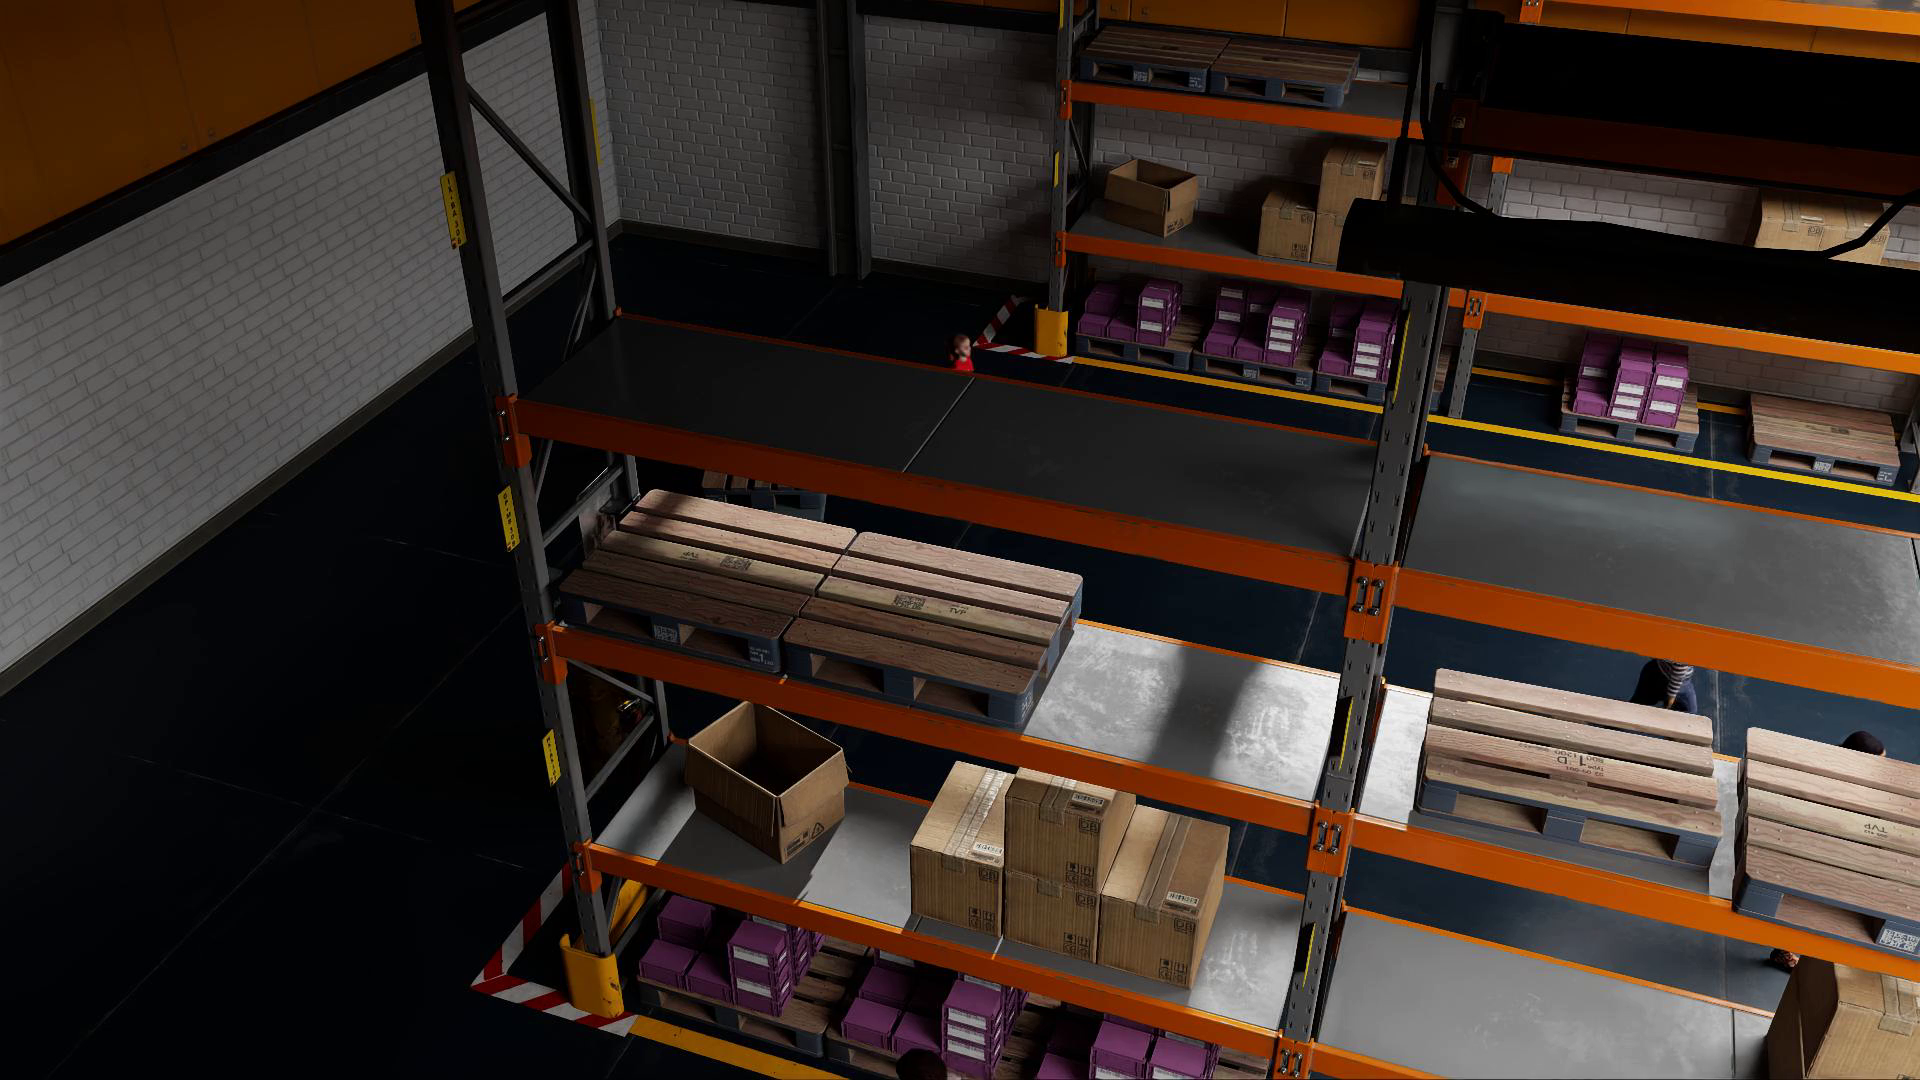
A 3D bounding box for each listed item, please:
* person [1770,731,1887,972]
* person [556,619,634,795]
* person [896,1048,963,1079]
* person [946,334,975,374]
[{"bbox_3d":[5.090,1.817,9.792,0.491,1.719,0.585,11,35,16],"label":"person"},{"bbox_3d":[-2.387,0.960,11.151,0.773,1.640,0.834,16,37,22],"label":"person"},{"bbox_3d":[-0.031,3.076,7.790,0.731,1.837,0.704,14,36,19],"label":"person"},{"bbox_3d":[-0.034,-1.254,14.815,0.651,1.272,0.489,12,35,17],"label":"person"}]
